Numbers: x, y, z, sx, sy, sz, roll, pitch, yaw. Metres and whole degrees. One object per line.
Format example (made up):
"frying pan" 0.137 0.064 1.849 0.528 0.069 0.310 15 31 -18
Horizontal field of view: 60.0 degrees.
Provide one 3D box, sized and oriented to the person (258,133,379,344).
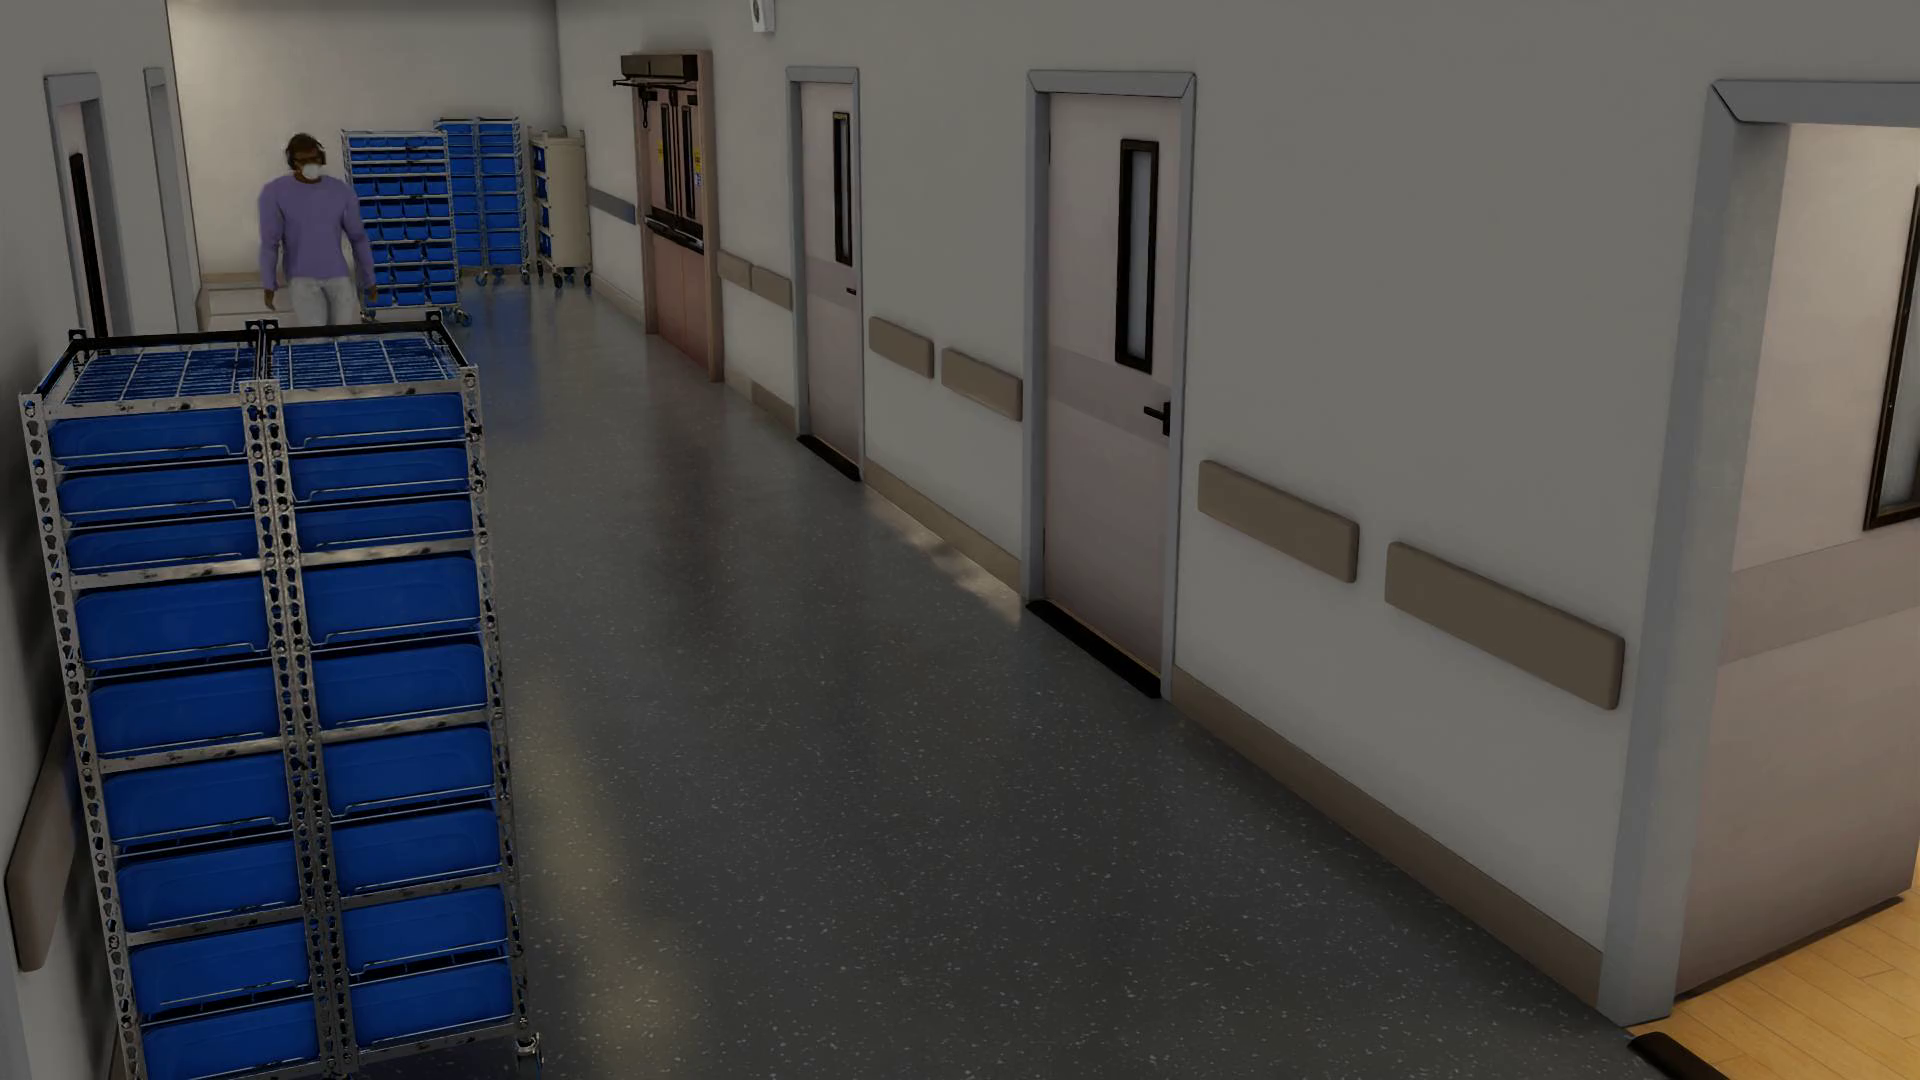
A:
"person" -4.223 -1.703 10.983 0.740 1.910 0.493 -13 21 -38
